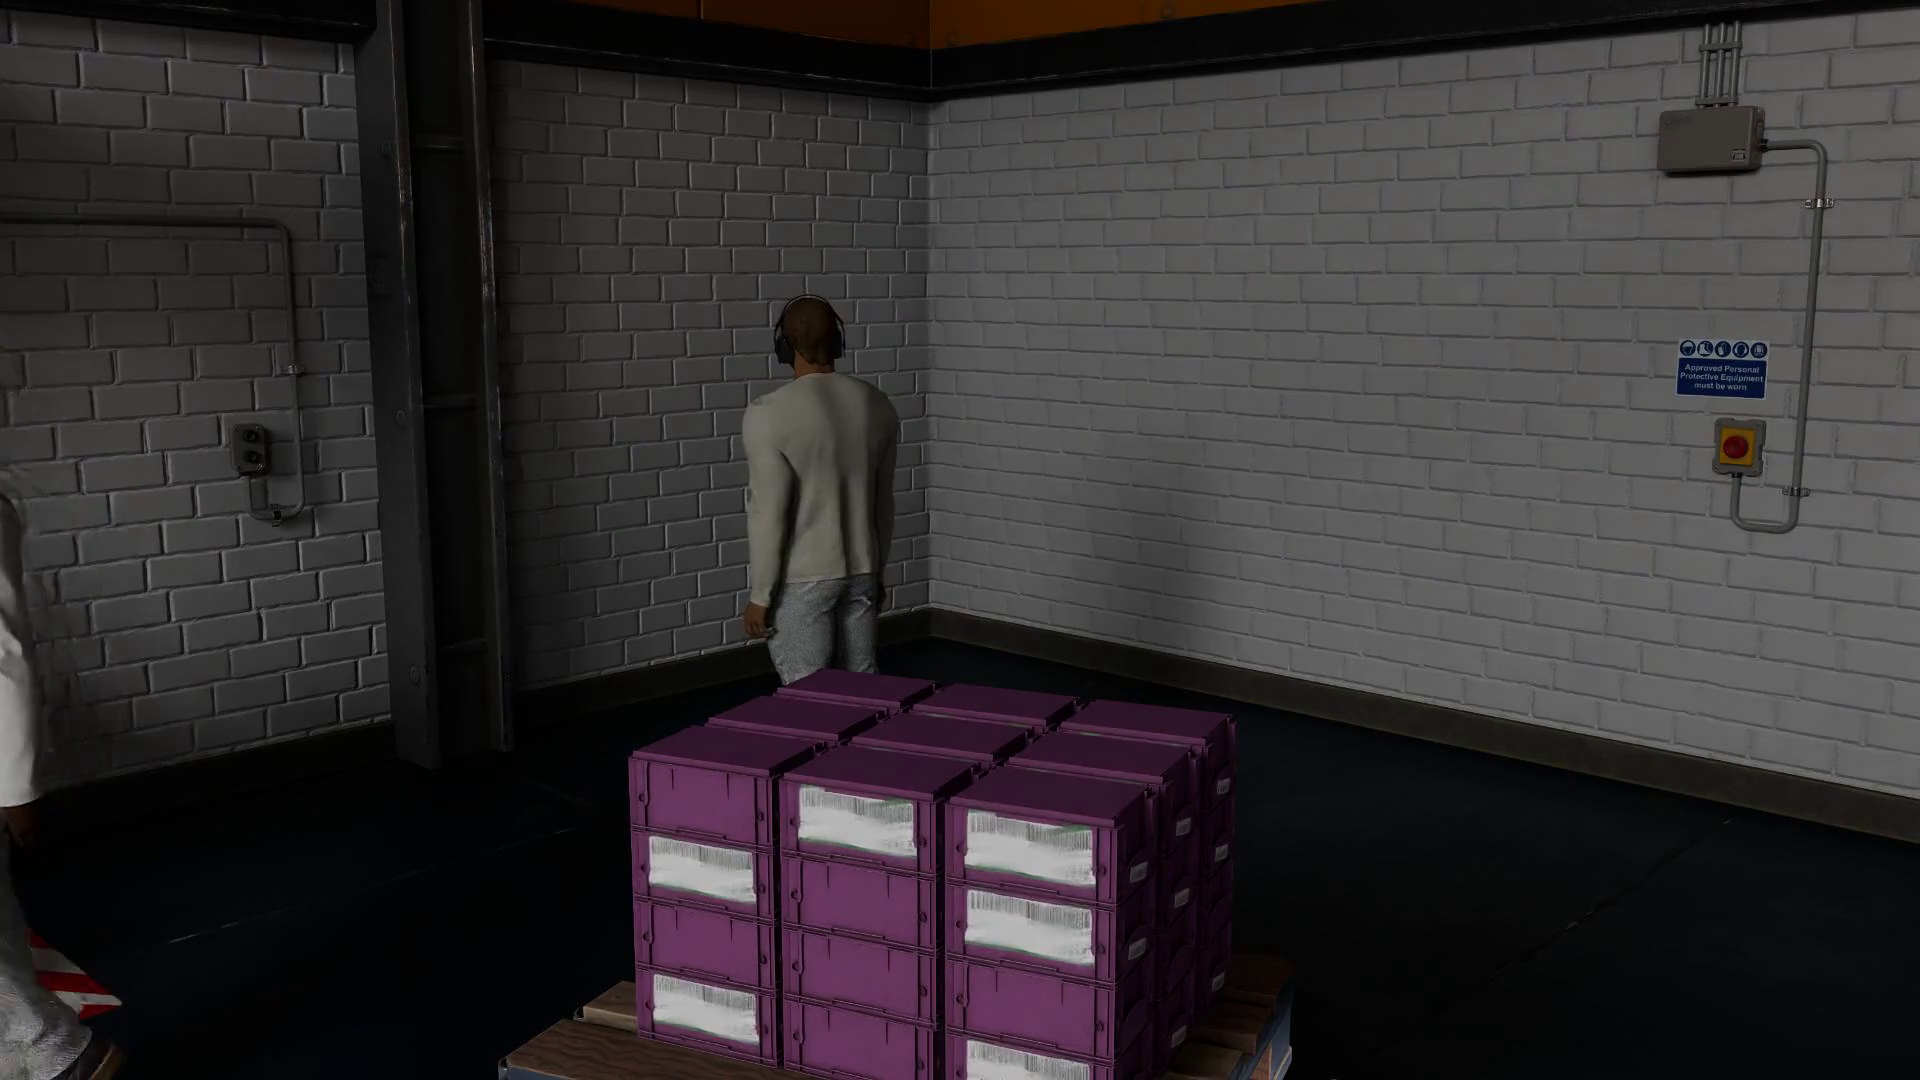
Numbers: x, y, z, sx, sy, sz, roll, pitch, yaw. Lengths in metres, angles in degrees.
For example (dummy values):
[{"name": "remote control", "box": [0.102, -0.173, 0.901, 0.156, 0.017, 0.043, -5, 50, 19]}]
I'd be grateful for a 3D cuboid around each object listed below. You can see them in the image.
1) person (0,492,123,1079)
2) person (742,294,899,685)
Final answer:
[{"name": "person", "box": [-2.254, 0.492, 3.707, 0.574, 1.868, 0.411, 9, 13, 44]}, {"name": "person", "box": [-0.477, 0.144, 5.654, 0.629, 1.937, 0.378, -9, 13, -44]}]
